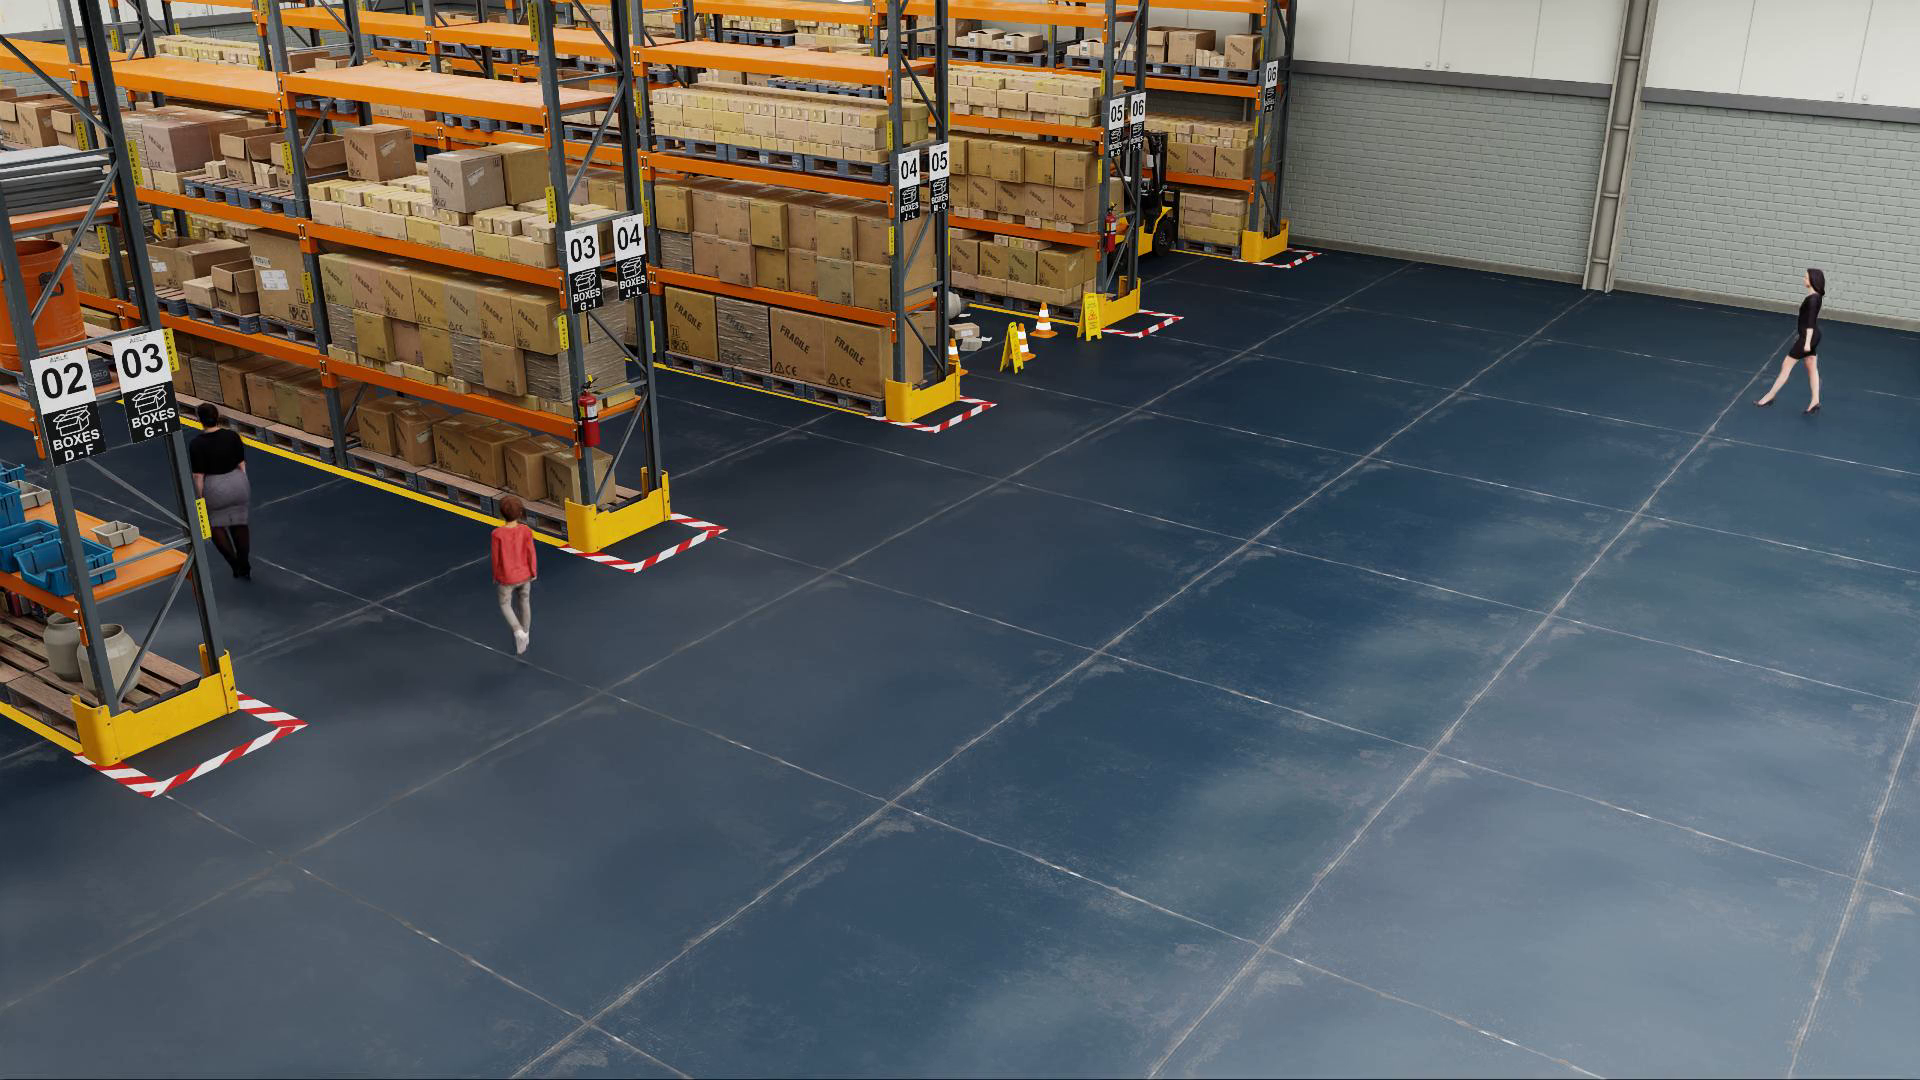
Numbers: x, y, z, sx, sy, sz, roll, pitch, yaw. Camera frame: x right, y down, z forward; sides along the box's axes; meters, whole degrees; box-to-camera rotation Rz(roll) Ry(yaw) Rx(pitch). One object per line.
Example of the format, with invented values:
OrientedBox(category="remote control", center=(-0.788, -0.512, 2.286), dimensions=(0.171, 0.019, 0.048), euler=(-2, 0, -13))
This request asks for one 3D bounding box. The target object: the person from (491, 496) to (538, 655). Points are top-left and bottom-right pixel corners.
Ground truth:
OrientedBox(category="person", center=(-3.811, 0.312, 14.252), dimensions=(0.714, 1.401, 0.855), euler=(-12, 26, -27))

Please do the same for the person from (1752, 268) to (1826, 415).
OrientedBox(category="person", center=(10.285, -2.338, 20.014), dimensions=(0.965, 1.768, 0.624), euler=(16, 28, 33))

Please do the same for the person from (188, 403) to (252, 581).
OrientedBox(category="person", center=(-6.814, -0.403, 15.496), dimensions=(0.770, 1.743, 0.860), euler=(-19, 30, -38))
